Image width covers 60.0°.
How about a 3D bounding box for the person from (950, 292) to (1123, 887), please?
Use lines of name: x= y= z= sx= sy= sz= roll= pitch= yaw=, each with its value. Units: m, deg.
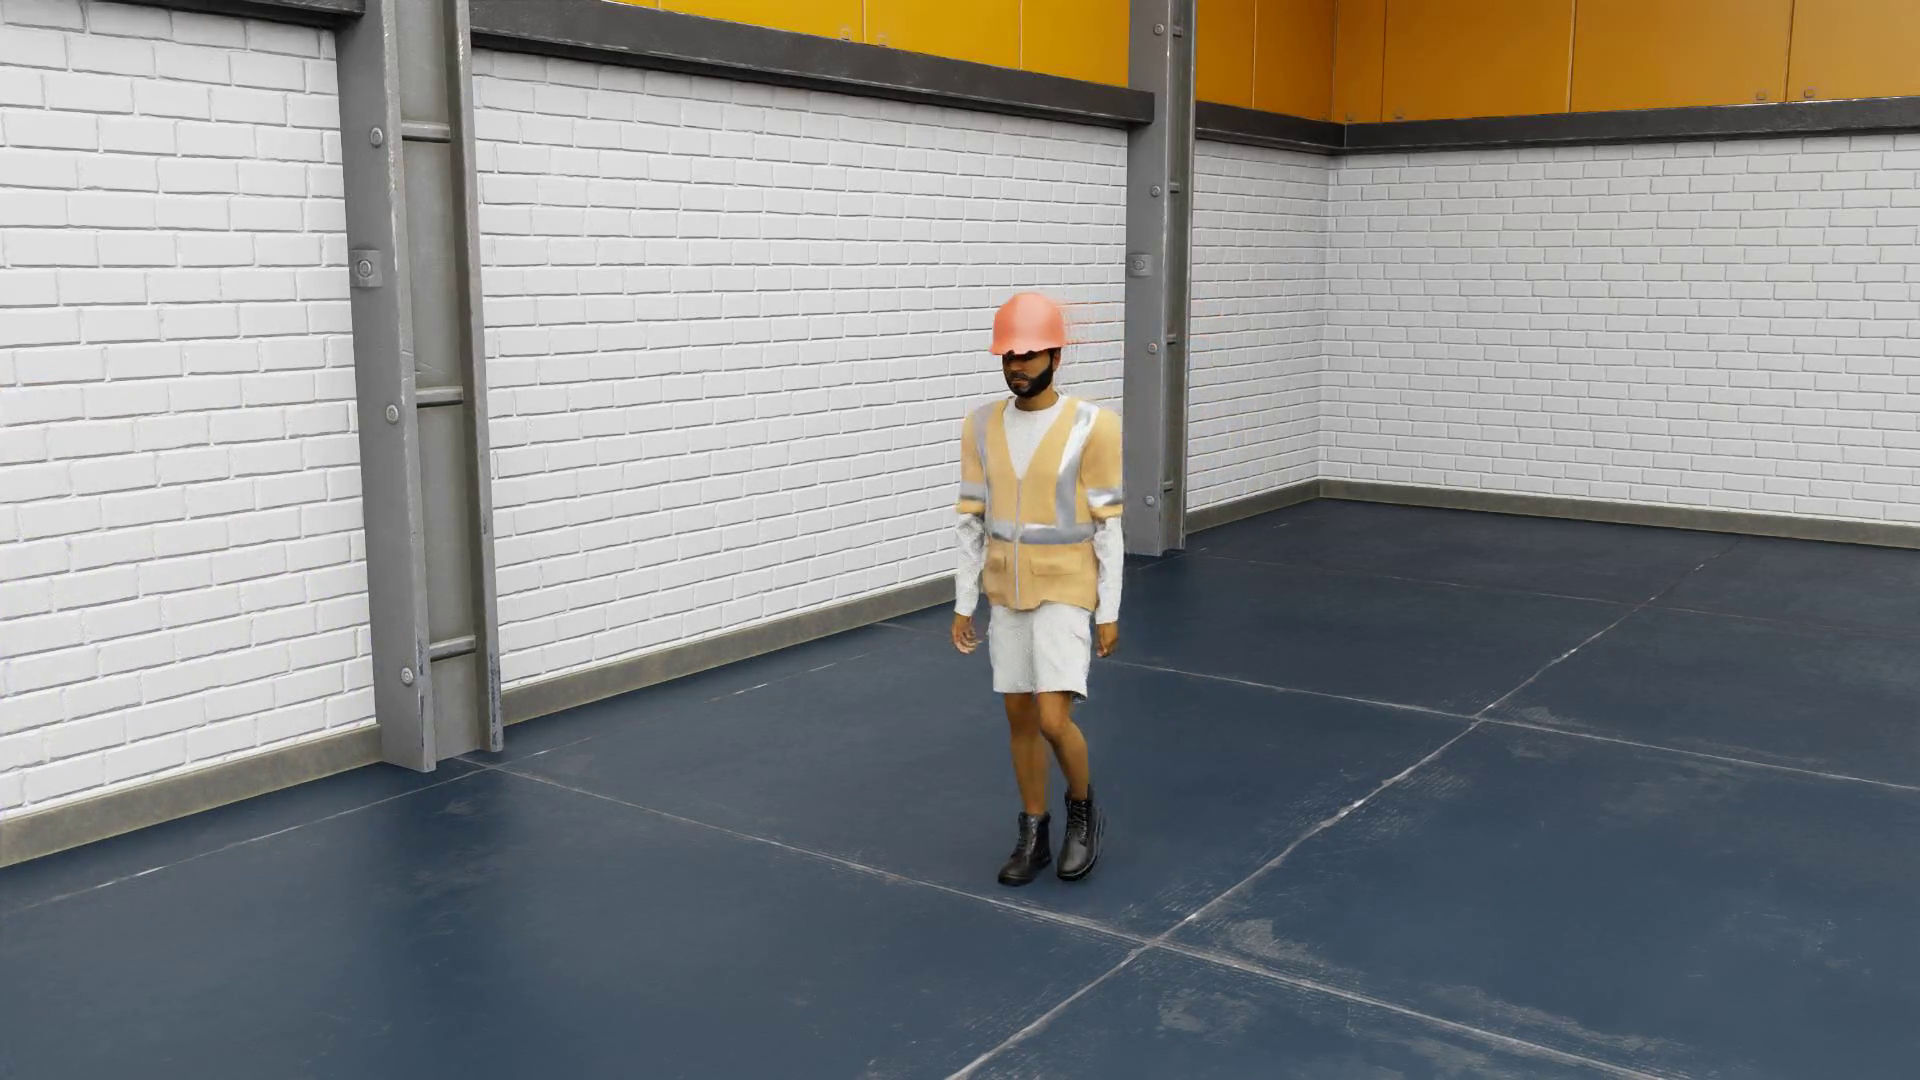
person: x=0.237 y=0.179 z=5.317 sx=0.550 sy=1.924 sz=0.440 roll=6 pitch=11 yaw=32
